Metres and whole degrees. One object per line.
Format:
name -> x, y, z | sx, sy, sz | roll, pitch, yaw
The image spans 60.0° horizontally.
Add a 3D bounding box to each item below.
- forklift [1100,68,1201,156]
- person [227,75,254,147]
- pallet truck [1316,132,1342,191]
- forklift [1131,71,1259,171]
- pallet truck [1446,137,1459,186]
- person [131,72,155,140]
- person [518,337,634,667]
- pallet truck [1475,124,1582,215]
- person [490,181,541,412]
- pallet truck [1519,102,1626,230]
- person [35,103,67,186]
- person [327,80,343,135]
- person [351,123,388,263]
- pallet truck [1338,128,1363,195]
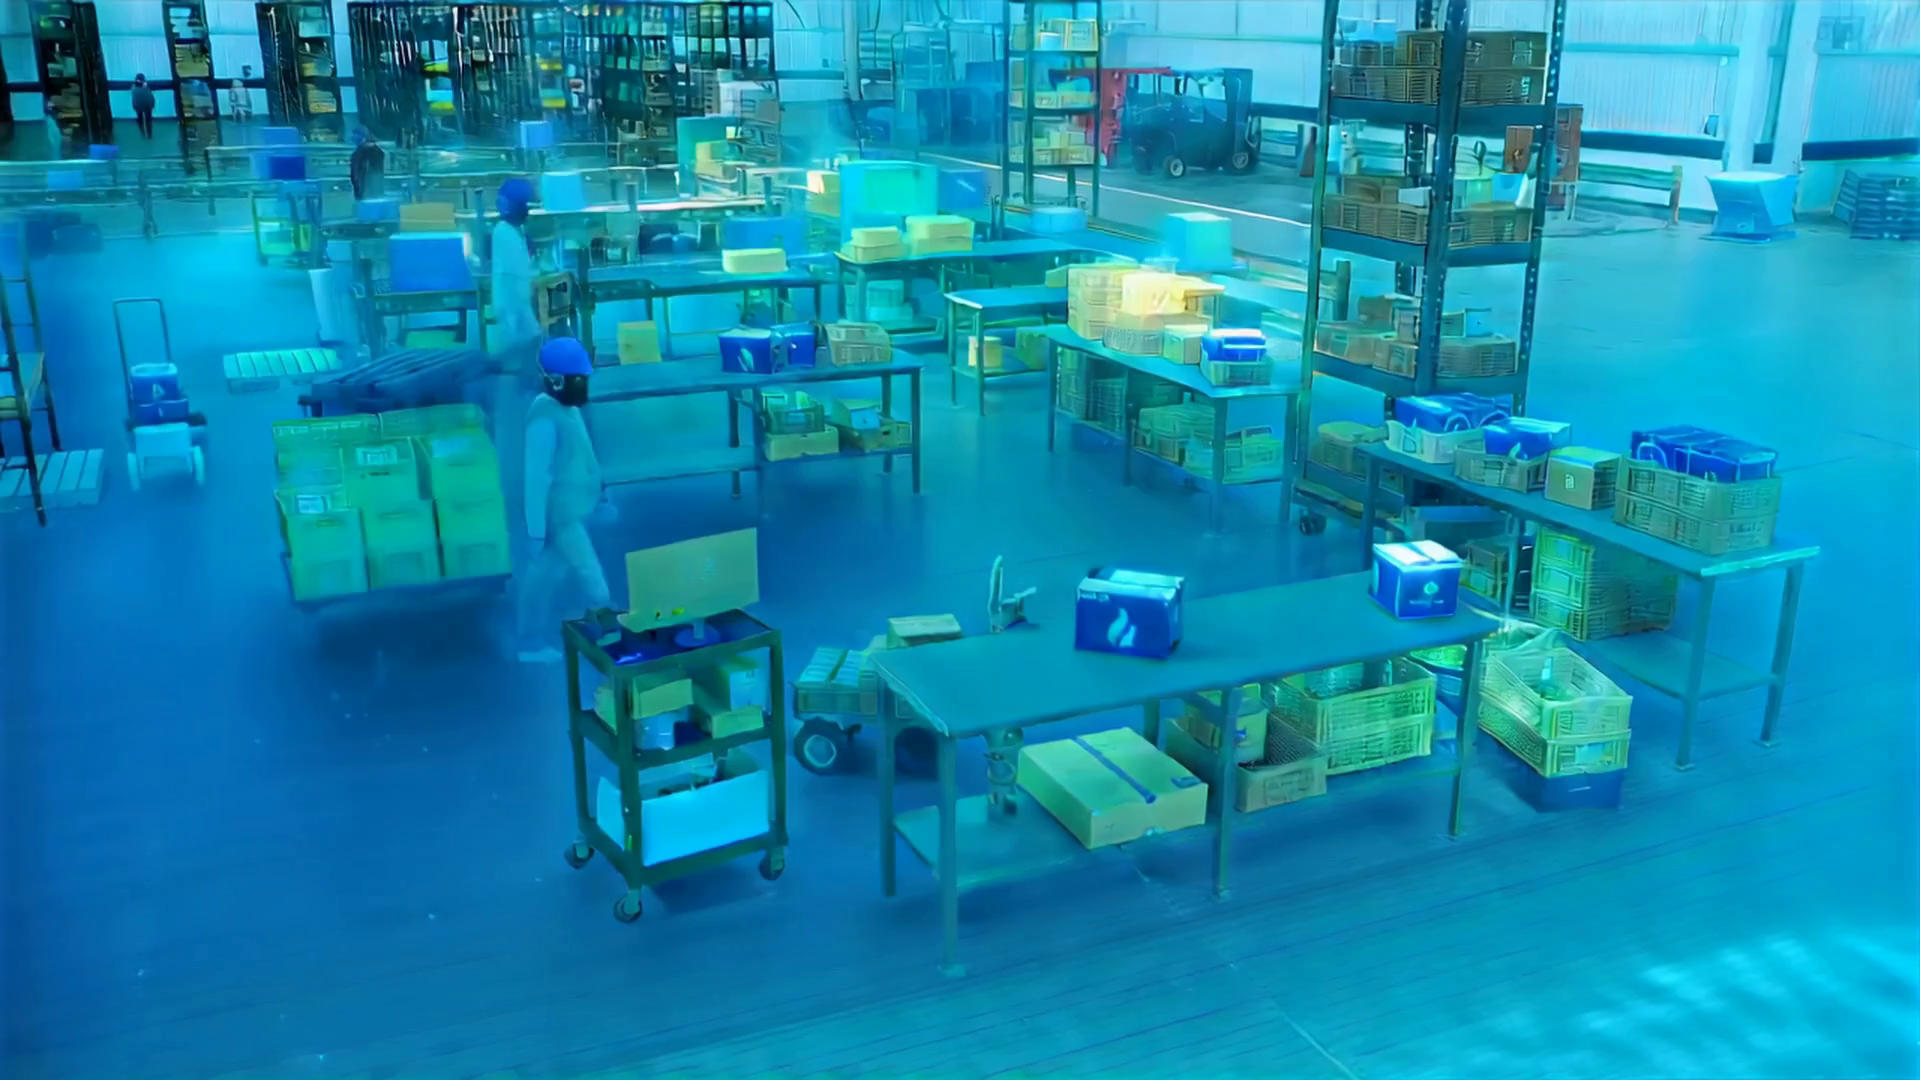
forklift -> 4.082, -9.564, 37.410 | 2.680, 1.987, 1.157 | -8, 19, -23
person -> -18.296, -10.895, 42.359 | 0.404, 1.832, 0.586 | 17, 24, 42
pallet truck -> 7.723, -7.504, 32.656 | 1.601, 1.201, 0.680 | -8, 19, -23
forklift -> 4.998, -8.936, 35.413 | 2.680, 1.987, 1.157 | -9, 20, -25
pallet truck -> 9.184, -6.485, 29.328 | 1.630, 1.274, 0.653 | -8, 19, -23
person -> -22.394, -11.906, 45.596 | 0.589, 1.802, 0.797 | -12, 21, -32
person -> -1.961, -0.166, 8.622 | 0.877, 1.786, 0.604 | -2, 18, -6
pallet truck -> 9.707, -6.455, 28.103 | 1.885, 1.965, 0.823 | -7, 19, -20
person -> -3.888, -2.044, 14.206 | 0.799, 1.998, 0.620 | -1, 18, -2
pallet truck -> 9.972, -6.037, 26.785 | 1.885, 1.965, 0.823 | -9, 20, -25
person -> -17.195, -7.391, 31.492 | 0.853, 1.735, 0.534 | -7, 19, -20
person -> -17.589, -12.331, 46.727 | 0.569, 1.942, 0.819 | -12, 21, -32
person -> -8.124, -4.734, 22.823 | 0.409, 1.913, 0.642 | 3, 18, 9
pallet truck -> 7.845, -7.140, 31.411 | 1.522, 1.261, 0.704 | -9, 20, -25
